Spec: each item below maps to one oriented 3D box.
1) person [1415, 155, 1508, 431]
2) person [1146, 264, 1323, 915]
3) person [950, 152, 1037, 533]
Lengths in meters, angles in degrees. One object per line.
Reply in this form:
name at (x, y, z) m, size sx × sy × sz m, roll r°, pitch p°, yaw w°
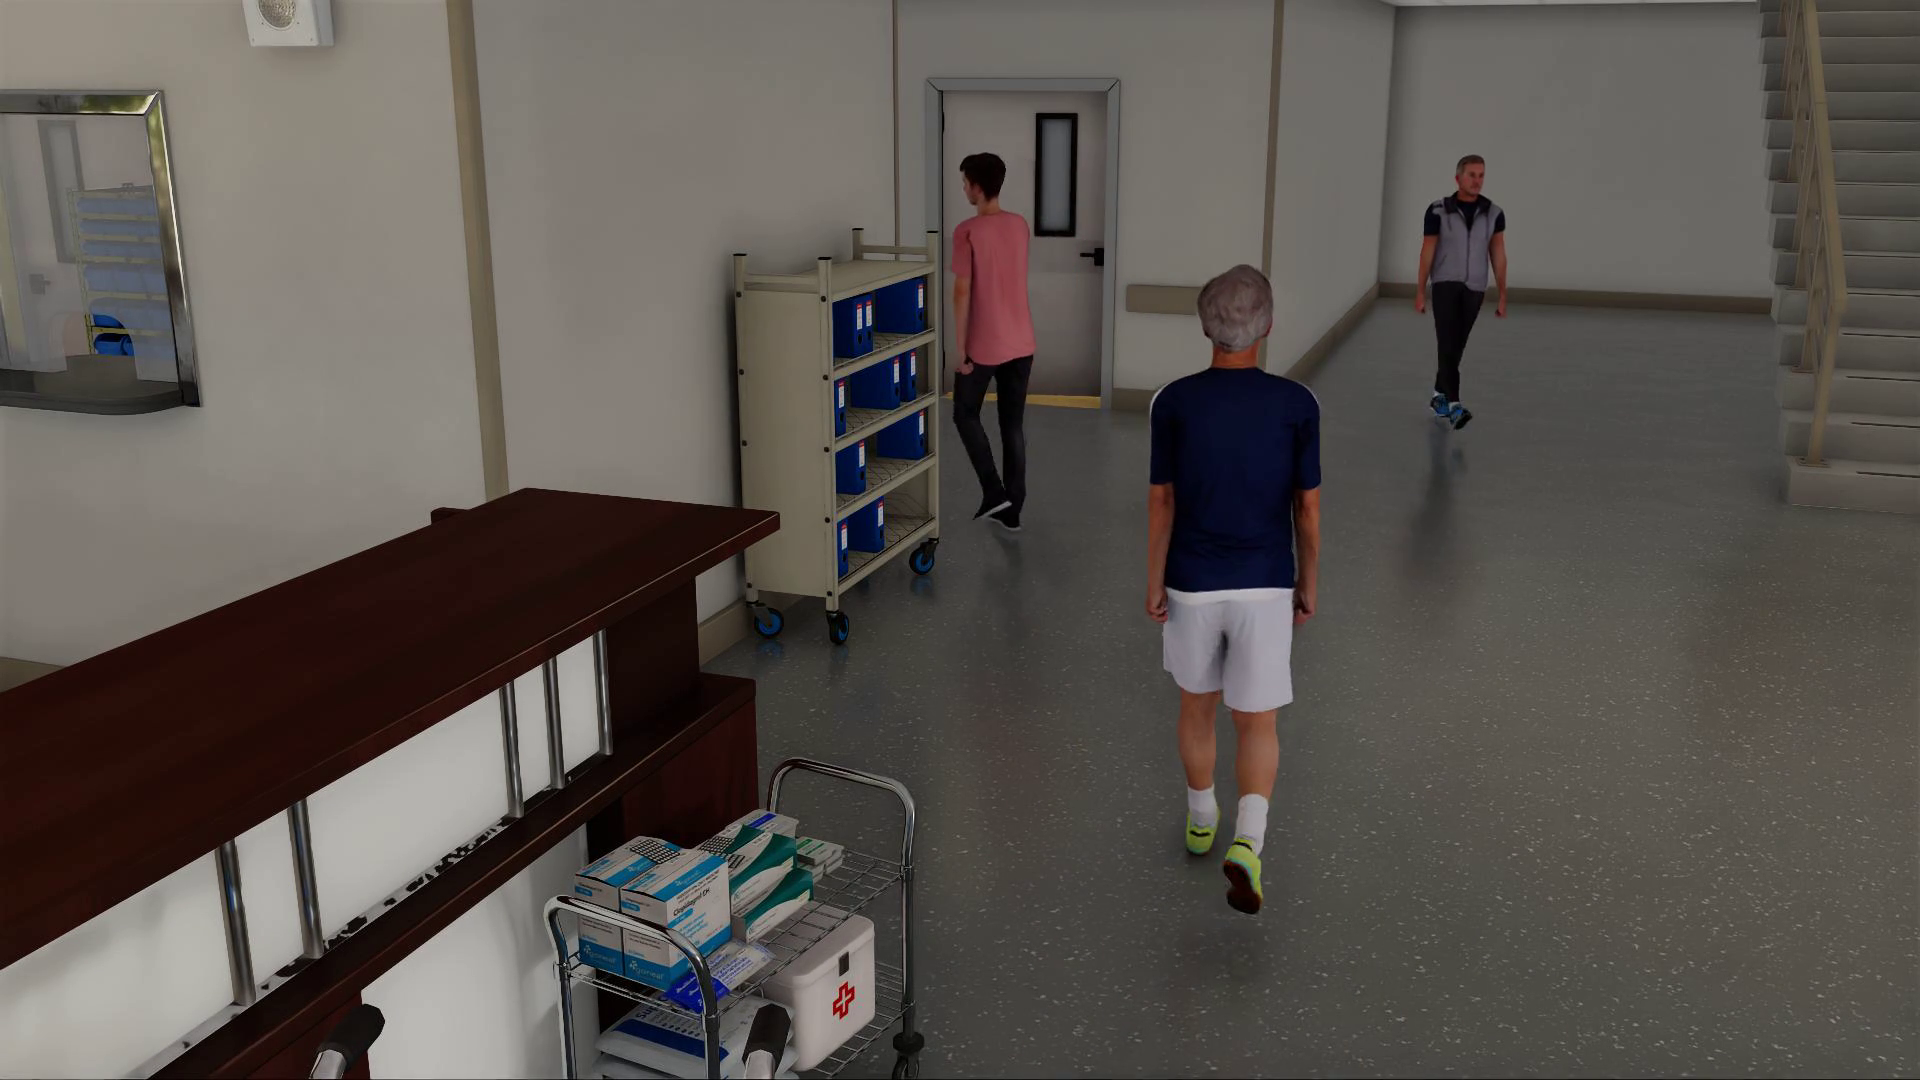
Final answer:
person at (3.317, -1.656, 11.224) m, size 1.035 × 1.781 × 1.277 m, roll -1°, pitch 16°, yaw -5°
person at (0.767, 0.159, 4.723) m, size 0.775 × 1.816 × 1.143 m, roll 3°, pitch 16°, yaw 9°
person at (0.229, -0.973, 8.503) m, size 0.813 × 1.945 × 0.878 m, roll -7°, pitch 17°, yaw -24°
